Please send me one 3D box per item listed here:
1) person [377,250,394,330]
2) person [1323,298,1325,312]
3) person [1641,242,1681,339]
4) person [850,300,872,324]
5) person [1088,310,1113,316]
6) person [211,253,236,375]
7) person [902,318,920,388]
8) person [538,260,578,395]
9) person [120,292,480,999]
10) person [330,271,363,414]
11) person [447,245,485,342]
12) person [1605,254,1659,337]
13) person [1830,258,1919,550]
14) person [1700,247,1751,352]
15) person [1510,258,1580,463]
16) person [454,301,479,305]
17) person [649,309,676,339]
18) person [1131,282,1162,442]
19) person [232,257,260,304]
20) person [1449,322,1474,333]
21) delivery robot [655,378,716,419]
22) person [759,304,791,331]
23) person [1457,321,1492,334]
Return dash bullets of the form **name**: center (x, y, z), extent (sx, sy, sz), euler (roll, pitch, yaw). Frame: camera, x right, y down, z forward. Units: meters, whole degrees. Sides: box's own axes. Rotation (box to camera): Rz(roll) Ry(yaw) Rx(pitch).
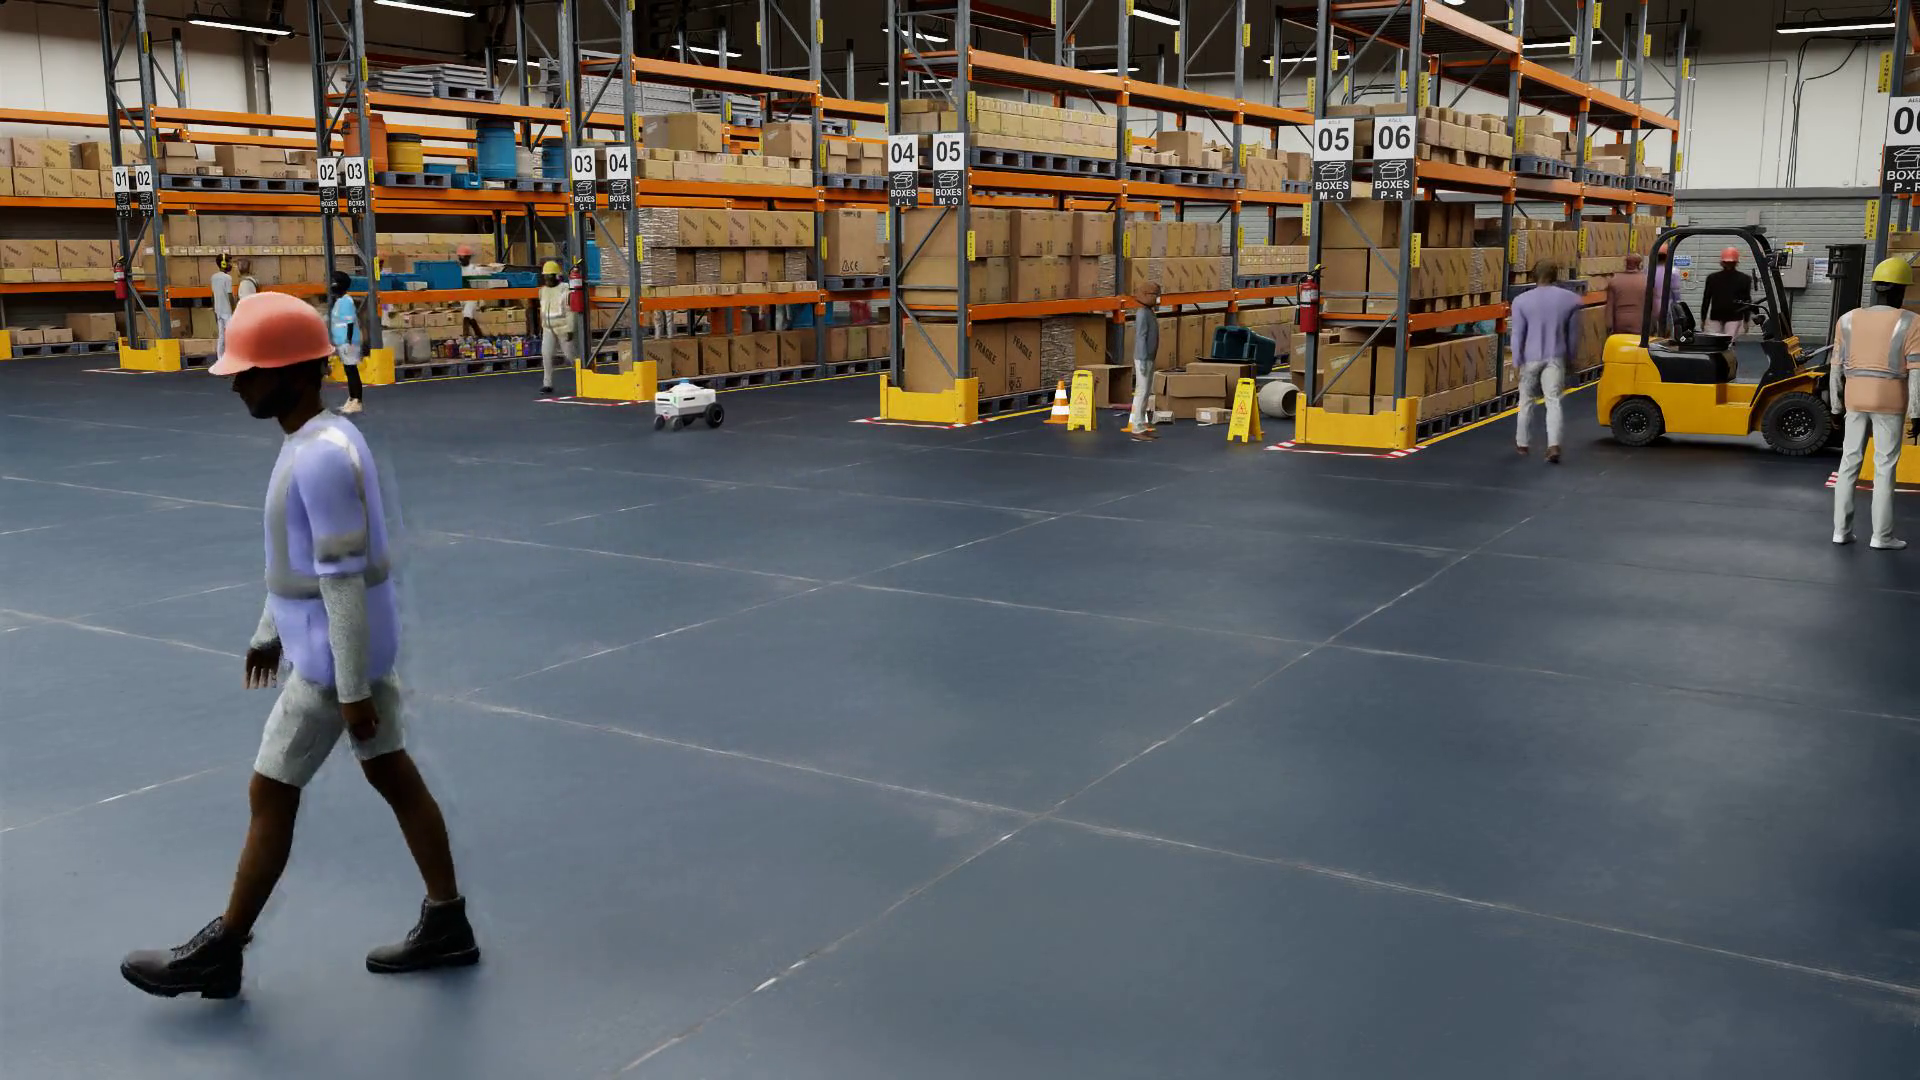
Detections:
- **person**: center (-9.751, -3.963, 28.251), extent (0.544, 1.921, 0.598), euler (8, 13, 39)
- **person**: center (7.528, -4.805, 33.287), extent (0.774, 1.812, 0.643), euler (-1, 10, -7)
- **person**: center (10.511, -3.444, 25.016), extent (0.636, 2.024, 0.686), euler (6, 12, 32)
- **person**: center (-1.944, -4.650, 32.517), extent (0.548, 1.750, 0.366), euler (6, 12, 32)
- **person**: center (2.292, -3.710, 26.758), extent (0.642, 1.929, 0.922), euler (4, 11, 22)
- **person**: center (-11.283, -3.461, 25.575), extent (0.521, 1.864, 0.336), euler (7, 12, 34)
- **person**: center (-0.722, -2.931, 23.068), extent (0.320, 1.695, 0.537), euler (-7, 12, -35)
- **person**: center (-5.407, -2.882, 22.522), extent (0.579, 1.798, 0.837), euler (3, 11, 18)
- **person**: center (-1.794, 0.299, 4.425), extent (0.983, 1.883, 0.562), euler (-2, 10, -12)
- **person**: center (-7.314, -2.352, 19.826), extent (0.321, 1.696, 0.536), euler (-5, 11, -28)
- **person**: center (-8.959, -4.370, 30.333), extent (0.616, 1.997, 1.041), euler (6, 12, 31)
- **person**: center (9.180, -2.949, 22.682), extent (0.661, 1.870, 0.897), euler (6, 12, 31)
- **person**: center (6.089, -0.898, 11.036), extent (0.379, 1.924, 0.594), euler (-7, 13, -36)
- **person**: center (10.691, -3.100, 23.239), extent (0.650, 1.974, 0.504), euler (6, 12, 32)
- **person**: center (5.455, -1.681, 15.551), extent (0.634, 1.896, 1.021), euler (2, 10, 10)
- **person**: center (-10.351, -5.097, 34.668), extent (0.605, 1.894, 0.881), euler (6, 12, 31)
- **person**: center (-5.802, -4.555, 32.419), extent (0.575, 1.616, 0.322), euler (-3, 10, -15)
- **person**: center (1.921, -1.832, 17.089), extent (0.266, 1.631, 0.507), euler (3, 11, 18)
- **person**: center (-9.930, -3.018, 23.207), extent (0.426, 1.828, 0.512), euler (-1, 10, -4)
- **person**: center (9.945, -4.835, 32.773), extent (0.777, 2.000, 0.698), euler (6, 12, 31)
- **delivery robot**: center (-2.996, -1.528, 18.148), extent (0.477, 0.478, 0.707), euler (6, 12, 32)
- **person**: center (-3.005, -3.643, 27.068), extent (0.501, 1.693, 0.916), euler (5, 11, 24)
- **person**: center (9.877, -4.559, 31.909), extent (0.895, 1.804, 0.554), euler (4, 11, 22)
